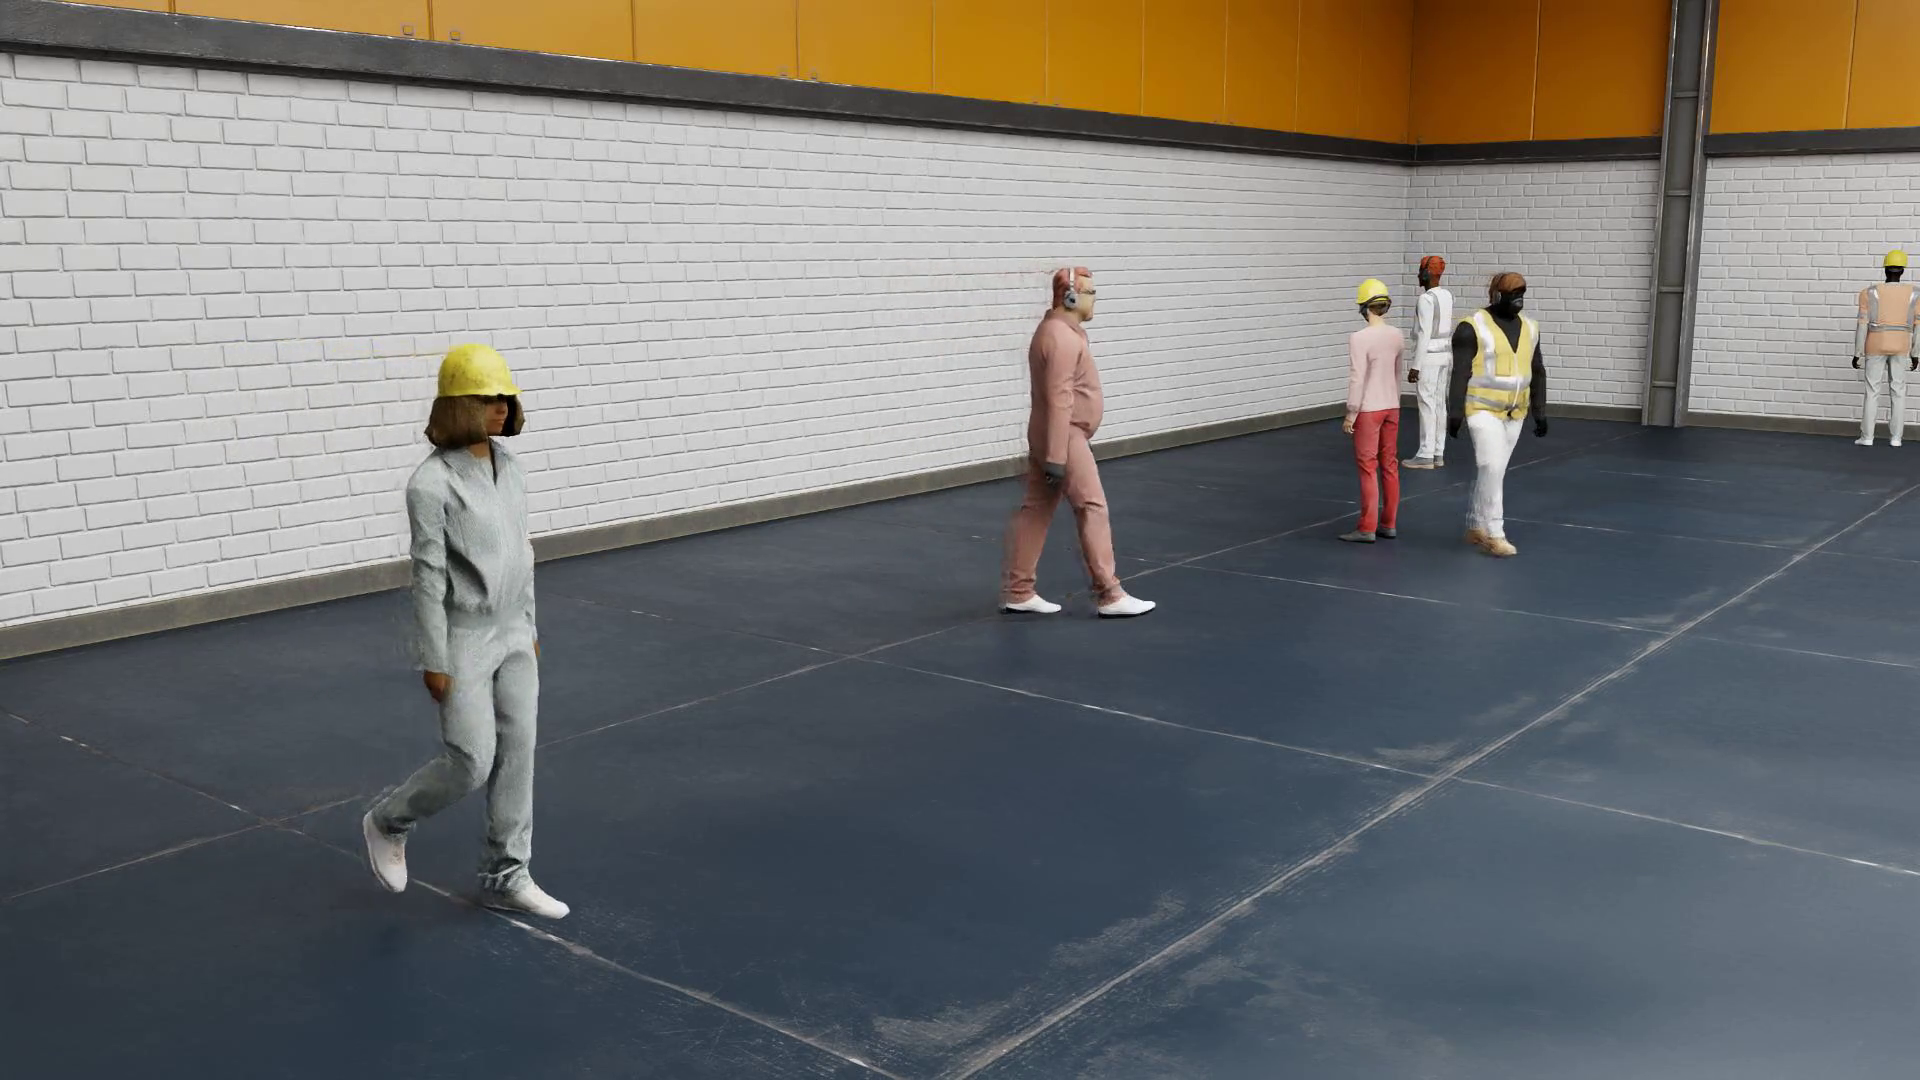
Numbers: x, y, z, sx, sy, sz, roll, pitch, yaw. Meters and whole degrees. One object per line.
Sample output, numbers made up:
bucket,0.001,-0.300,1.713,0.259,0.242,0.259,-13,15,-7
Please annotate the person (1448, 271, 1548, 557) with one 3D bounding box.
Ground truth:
person,3.529,-0.808,10.718,0.655,1.812,0.778,-4,11,-21

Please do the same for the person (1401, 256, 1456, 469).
person,4.172,-1.574,14.792,0.354,1.883,0.572,8,13,39

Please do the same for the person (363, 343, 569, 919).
person,-1.483,0.280,4.931,0.563,1.731,0.483,4,11,21

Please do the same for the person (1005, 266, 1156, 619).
person,0.656,-0.511,8.908,0.887,1.871,0.655,-1,10,-7

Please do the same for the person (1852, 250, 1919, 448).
person,9.061,-1.863,16.266,0.594,1.925,0.378,3,11,16

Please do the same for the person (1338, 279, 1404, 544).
person,2.755,-0.857,11.150,0.526,1.765,0.330,-8,13,-37
